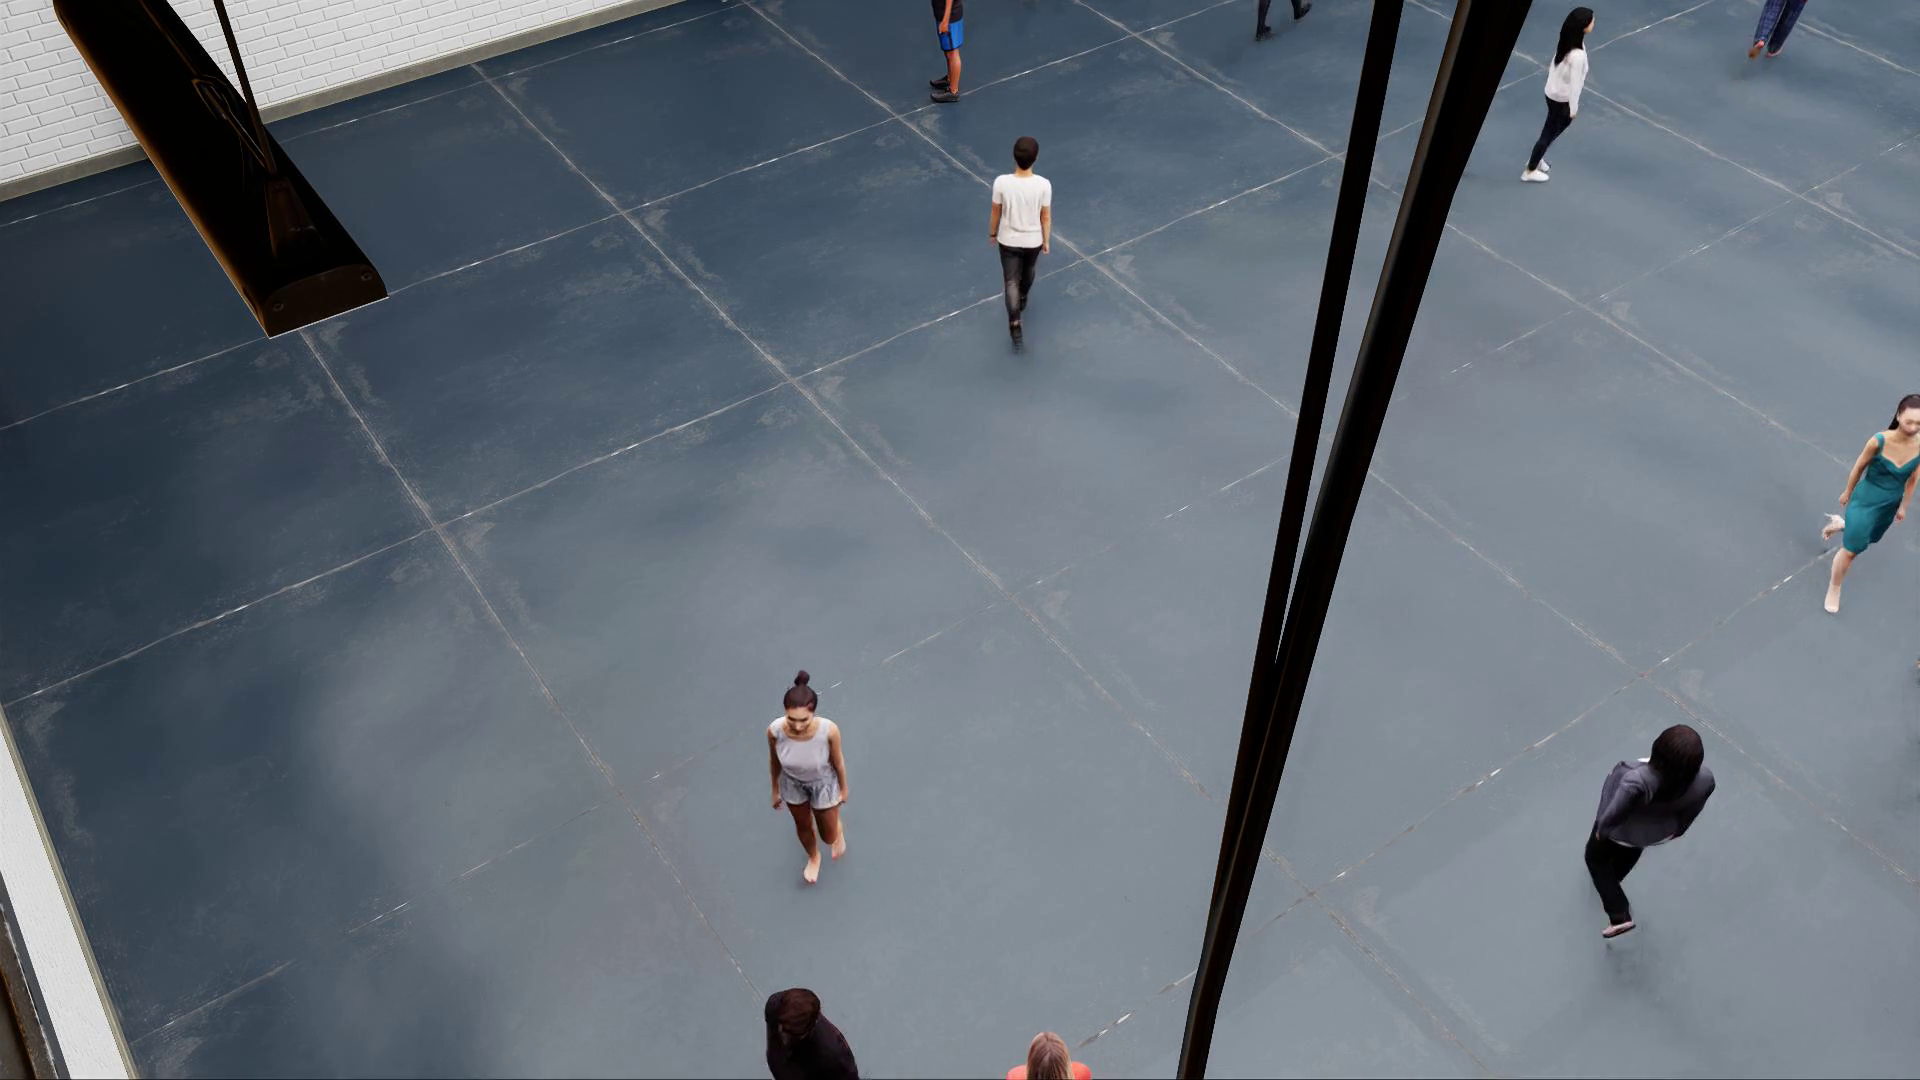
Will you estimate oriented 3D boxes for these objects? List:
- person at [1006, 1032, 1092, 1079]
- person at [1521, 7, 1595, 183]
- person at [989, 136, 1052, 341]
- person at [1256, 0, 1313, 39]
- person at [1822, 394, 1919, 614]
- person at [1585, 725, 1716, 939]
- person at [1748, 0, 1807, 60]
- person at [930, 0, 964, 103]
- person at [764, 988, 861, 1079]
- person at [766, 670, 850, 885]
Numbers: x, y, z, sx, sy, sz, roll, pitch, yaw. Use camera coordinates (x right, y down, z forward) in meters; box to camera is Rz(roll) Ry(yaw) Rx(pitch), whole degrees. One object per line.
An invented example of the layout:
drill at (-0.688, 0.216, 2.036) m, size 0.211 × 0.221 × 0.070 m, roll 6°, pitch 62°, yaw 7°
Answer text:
person at (0.393, 2.803, 7.799) m, size 0.561 × 1.693 × 0.707 m, roll -14°, pitch 45°, yaw -14°
person at (5.299, -3.978, 14.921) m, size 0.790 × 1.688 × 0.758 m, roll -1°, pitch 44°, yaw -1°
person at (0.474, -2.374, 13.237) m, size 1.101 × 1.689 × 1.072 m, roll -1°, pitch 44°, yaw -1°
person at (3.267, -5.935, 17.008) m, size 0.717 × 1.643 × 1.073 m, roll 34°, pitch 53°, yaw 30°
person at (6.071, -0.294, 11.074) m, size 0.949 × 1.661 × 0.976 m, roll 5°, pitch 44°, yaw 5°
person at (3.745, 1.606, 9.137) m, size 0.908 × 1.582 × 0.910 m, roll -8°, pitch 44°, yaw -8°
person at (8.295, -5.602, 16.536) m, size 0.839 × 1.811 × 0.994 m, roll 27°, pitch 50°, yaw 26°
person at (-0.110, -5.099, 16.018) m, size 0.732 × 1.799 × 0.693 m, roll 1°, pitch 44°, yaw 1°
person at (-0.644, 2.560, 7.913) m, size 0.962 × 1.888 × 0.808 m, roll -27°, pitch 50°, yaw -25°
person at (-0.838, 1.308, 9.425) m, size 0.696 × 1.617 × 0.759 m, roll 6°, pitch 44°, yaw 6°
